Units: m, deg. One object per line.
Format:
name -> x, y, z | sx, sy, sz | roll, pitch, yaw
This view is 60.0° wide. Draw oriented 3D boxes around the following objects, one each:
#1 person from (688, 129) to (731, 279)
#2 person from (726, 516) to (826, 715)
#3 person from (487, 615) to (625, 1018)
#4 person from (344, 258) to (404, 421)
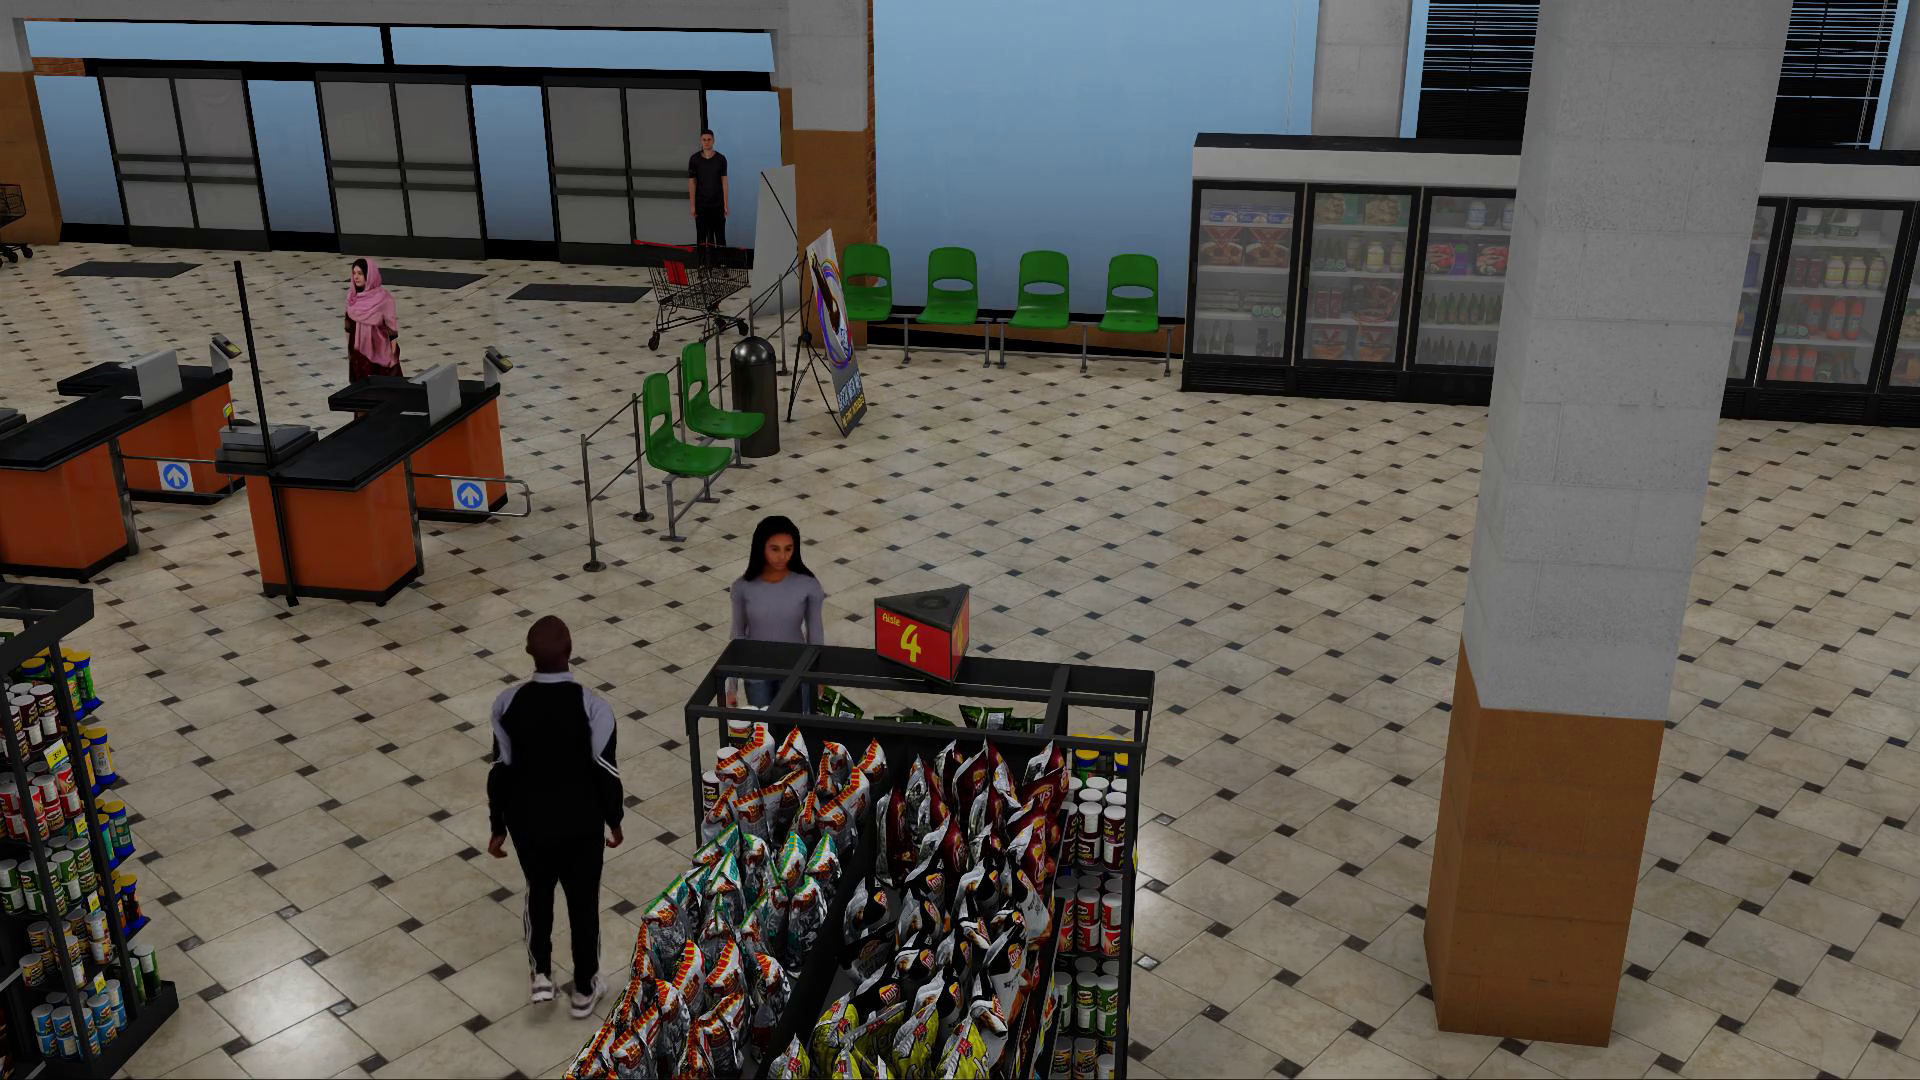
person -> -3.018, -4.062, 20.083 | 0.705, 1.764, 0.683 | -5, 22, -11
person -> -0.896, 0.650, 8.417 | 0.617, 1.720, 0.590 | 5, 22, 12
person -> -1.698, 1.212, 6.898 | 0.767, 1.810, 0.745 | 2, 22, 4
person -> -4.967, -1.587, 14.094 | 0.657, 1.637, 0.595 | 5, 22, 11
